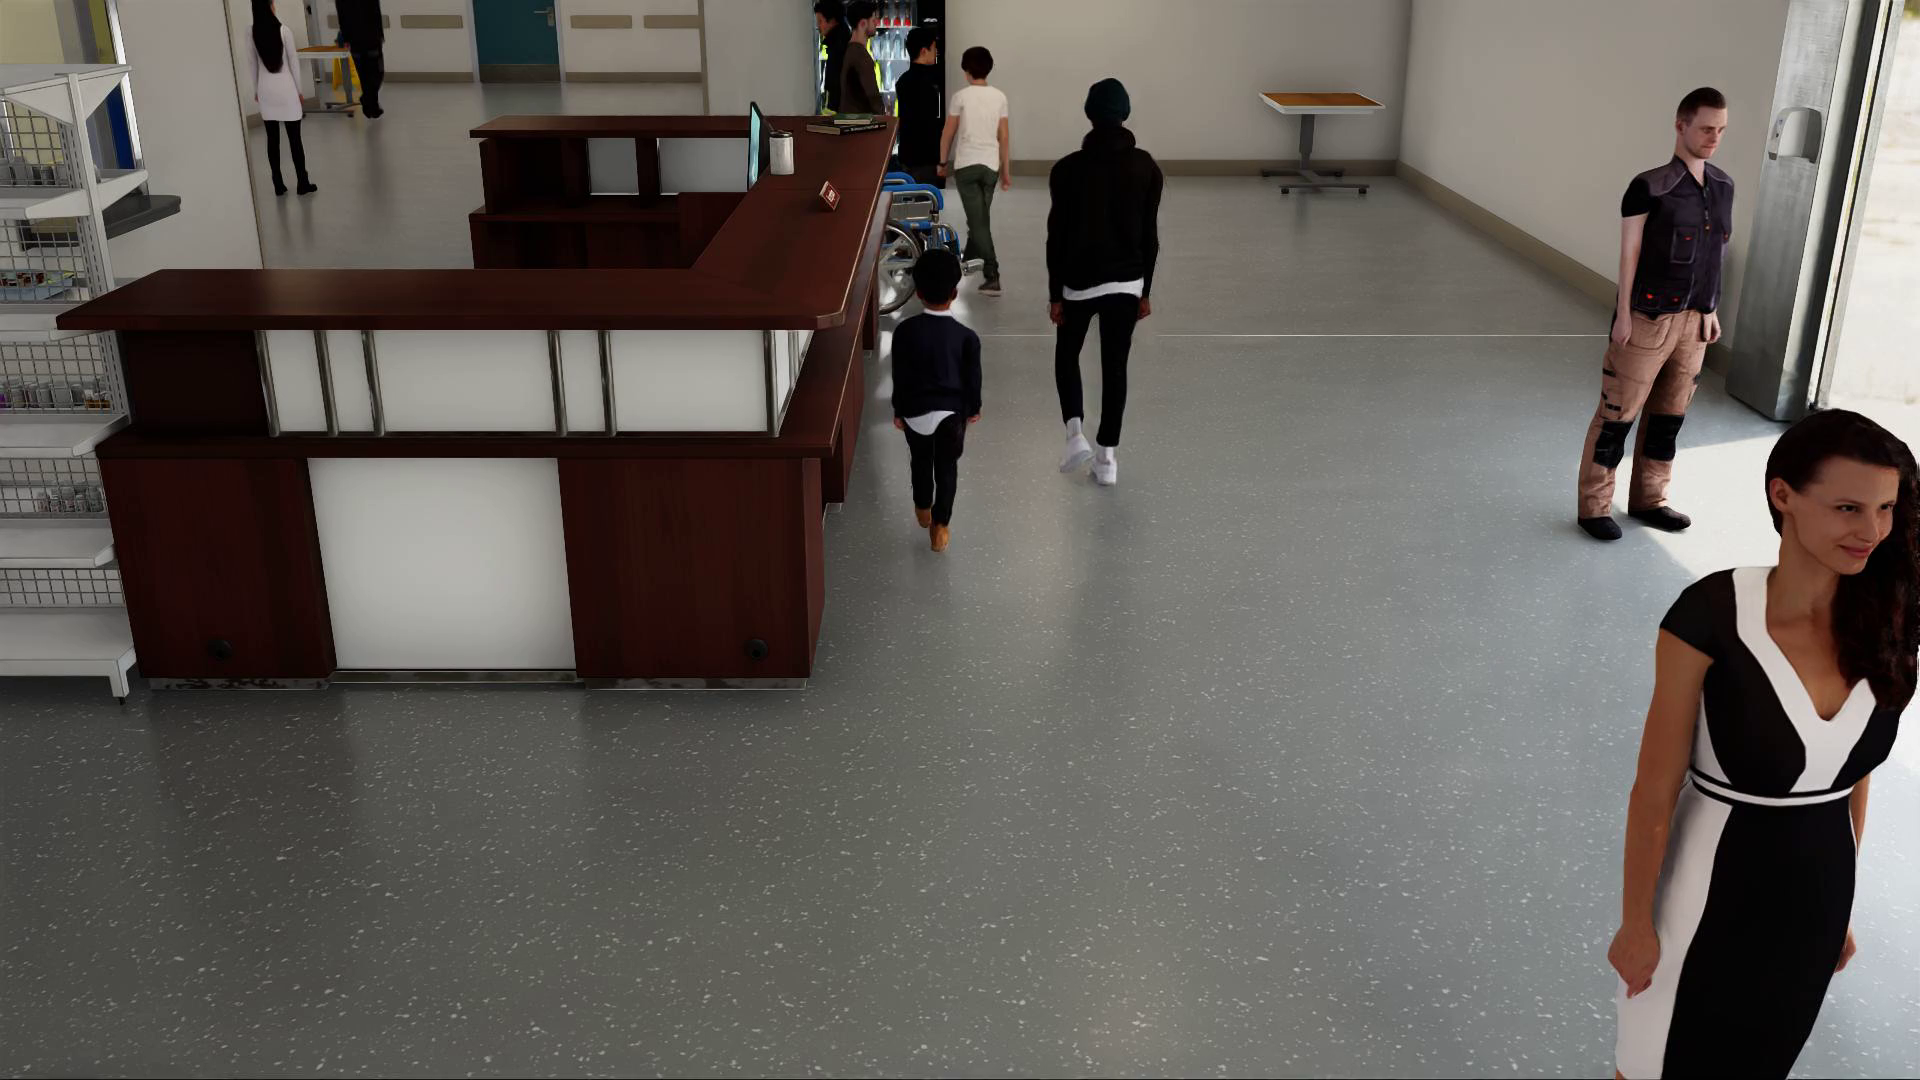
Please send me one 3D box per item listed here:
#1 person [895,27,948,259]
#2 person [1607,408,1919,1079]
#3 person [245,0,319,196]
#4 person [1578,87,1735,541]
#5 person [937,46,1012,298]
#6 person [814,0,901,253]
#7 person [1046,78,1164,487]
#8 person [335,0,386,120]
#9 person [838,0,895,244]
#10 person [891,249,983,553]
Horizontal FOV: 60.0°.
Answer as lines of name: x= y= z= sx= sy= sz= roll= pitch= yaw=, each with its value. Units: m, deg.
person: x=-0.345 y=-2.750 z=11.851 sx=0.678 sy=1.716 sz=0.719 roll=-6 pitch=21 yaw=-14
person: x=1.293 y=0.643 z=2.780 sx=0.492 sy=1.796 sz=0.679 roll=-3 pitch=21 yaw=-9
person: x=-6.279 y=-4.095 z=15.275 sx=0.455 sy=1.807 sz=0.659 roll=0 pitch=21 yaw=0
person: x=2.895 y=-0.932 z=6.873 sx=0.655 sy=1.844 sz=0.816 roll=-7 pitch=22 yaw=-18
person: x=0.137 y=-2.421 z=11.142 sx=1.141 sy=1.604 sz=0.960 roll=-9 pitch=23 yaw=-22
person: x=-0.737 y=-3.054 z=12.439 sx=0.936 sy=1.870 sz=0.902 roll=8 pitch=22 yaw=20
person: x=0.637 y=-1.103 z=7.371 sx=0.647 sy=1.809 sz=0.723 roll=0 pitch=21 yaw=-1
person: x=-7.389 y=-6.156 z=20.606 sx=1.019 sy=1.885 sz=0.741 roll=0 pitch=21 yaw=1
person: x=-0.855 y=-3.000 z=12.304 sx=0.925 sy=1.864 sz=0.759 roll=-4 pitch=21 yaw=-11
person: x=-0.100 y=-0.534 z=6.662 sx=0.650 sy=1.210 sz=0.589 roll=1 pitch=21 yaw=3
